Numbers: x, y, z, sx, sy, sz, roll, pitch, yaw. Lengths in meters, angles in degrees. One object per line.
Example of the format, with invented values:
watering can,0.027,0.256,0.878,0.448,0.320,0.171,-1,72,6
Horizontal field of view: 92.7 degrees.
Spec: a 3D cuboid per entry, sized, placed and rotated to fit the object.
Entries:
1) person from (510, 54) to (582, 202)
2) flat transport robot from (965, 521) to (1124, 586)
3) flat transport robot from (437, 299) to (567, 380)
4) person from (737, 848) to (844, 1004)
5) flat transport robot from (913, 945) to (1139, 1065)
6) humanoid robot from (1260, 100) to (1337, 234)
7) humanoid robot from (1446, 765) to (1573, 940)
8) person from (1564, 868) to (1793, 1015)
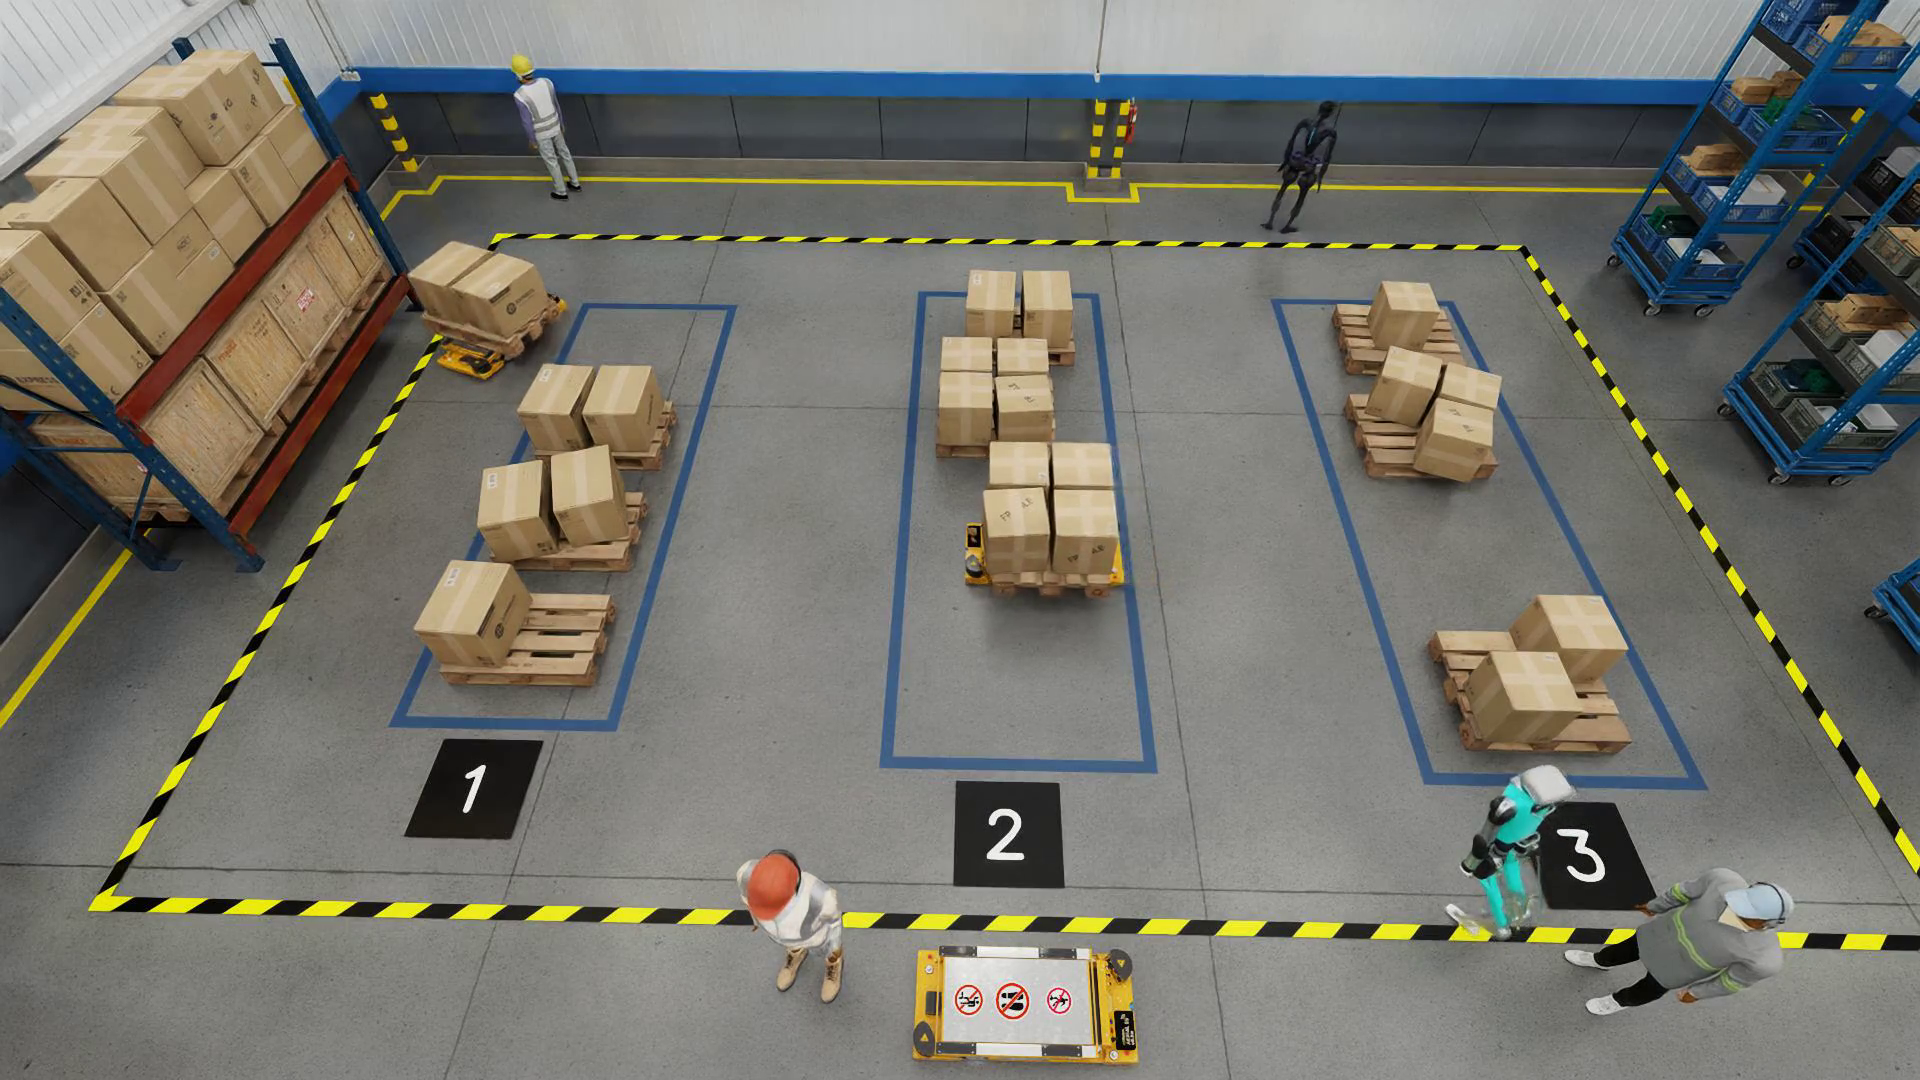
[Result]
person,-5.339,-5.279,11.777,0.404,1.837,0.590,23,55,18
flat transport robot,0.766,0.091,8.393,1.431,0.197,0.652,1,51,1
flat transport robot,-5.214,-2.406,10.429,0.652,0.197,1.431,17,53,14
person,-0.979,2.315,5.457,0.603,2.041,0.378,13,52,10
flat transport robot,0.422,3.041,6.007,1.431,0.231,0.659,1,51,1
humanoid robot,4.189,-4.557,11.291,0.592,1.639,0.459,29,56,22
humanoid robot,3.518,2.139,5.815,0.535,1.794,0.810,-19,53,-15
person,4.282,2.431,5.482,0.395,1.850,0.597,0,51,0
